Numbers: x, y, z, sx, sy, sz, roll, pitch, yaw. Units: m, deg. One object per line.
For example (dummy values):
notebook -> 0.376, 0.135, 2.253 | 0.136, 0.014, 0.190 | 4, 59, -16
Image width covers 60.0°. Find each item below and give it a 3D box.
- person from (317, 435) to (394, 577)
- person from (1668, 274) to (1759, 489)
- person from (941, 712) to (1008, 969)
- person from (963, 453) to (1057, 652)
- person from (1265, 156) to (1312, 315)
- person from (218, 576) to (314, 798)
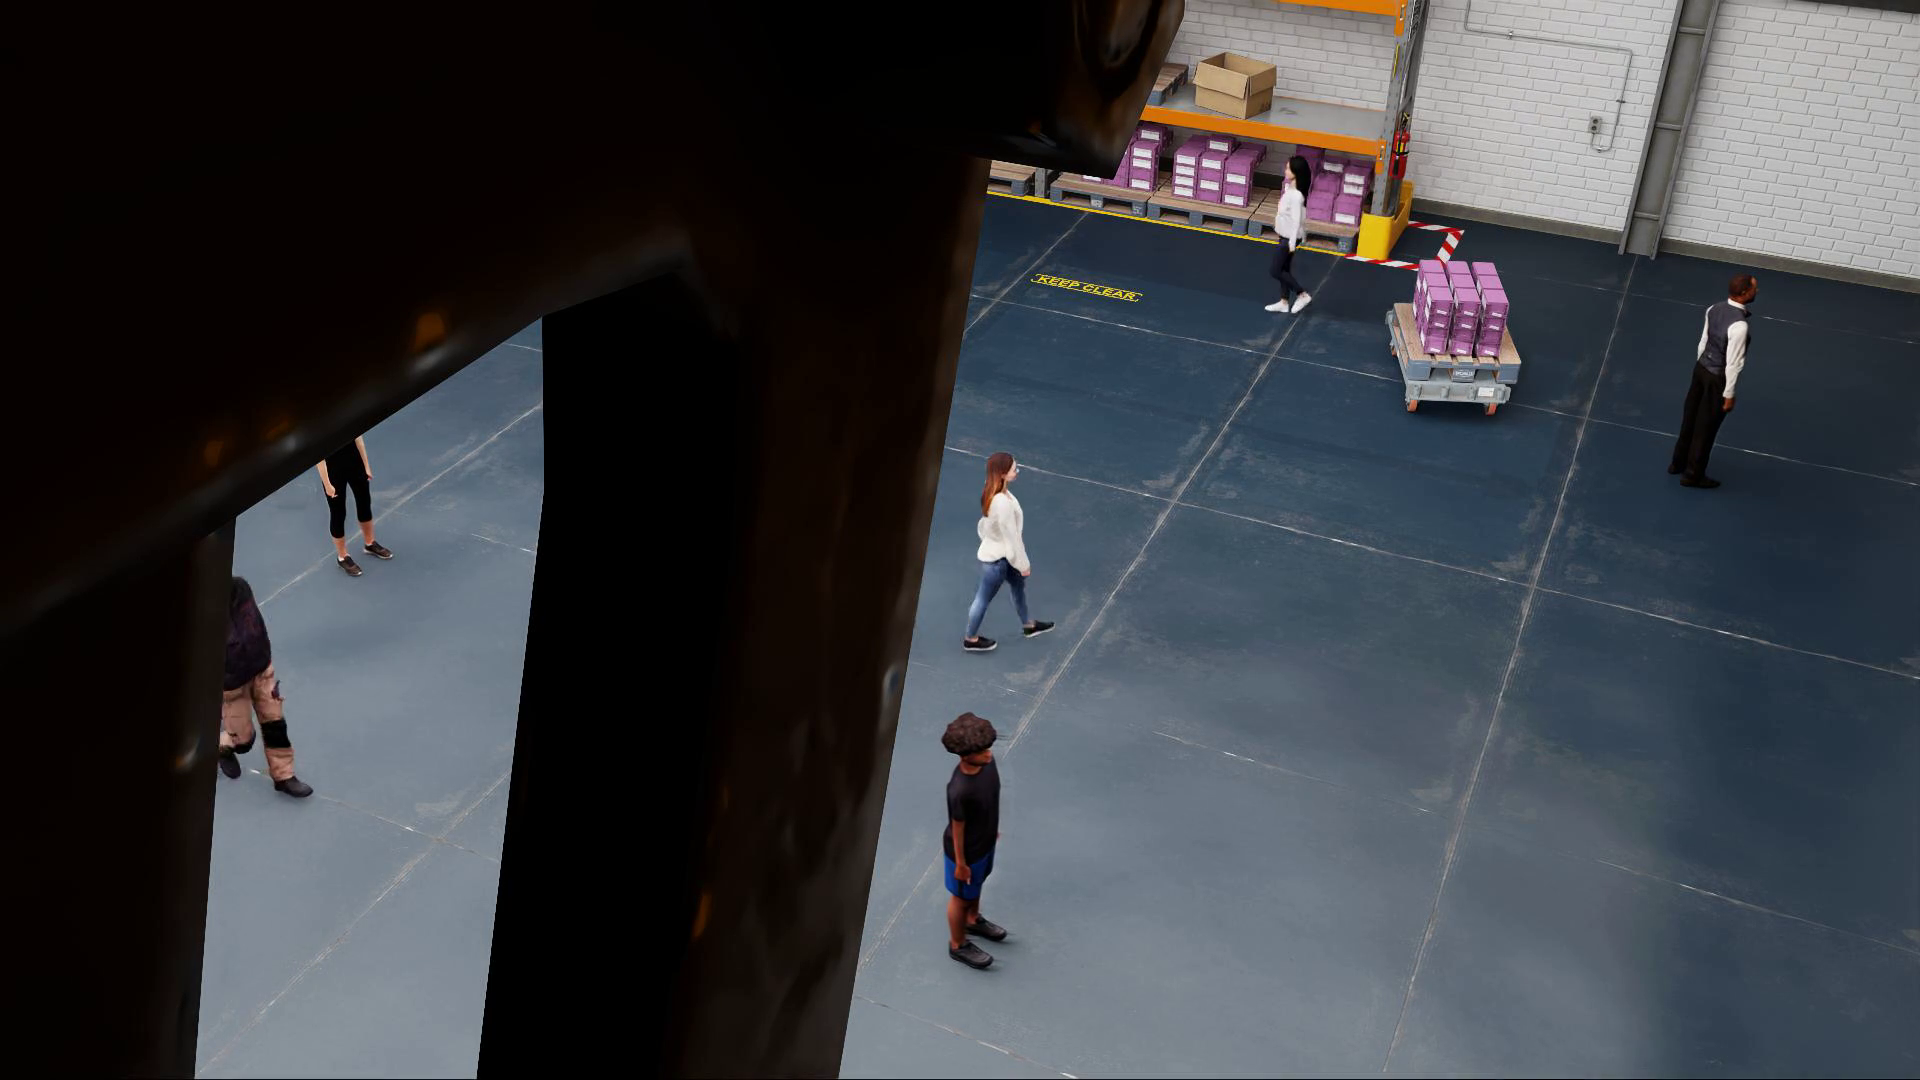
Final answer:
person -> -4.831, -0.538, 13.021 | 0.581, 1.722, 0.605 | 23, 40, 30
person -> 6.385, -1.357, 14.075 | 0.786, 1.919, 0.782 | -4, 34, -6
person -> 0.056, 1.710, 9.568 | 0.548, 1.799, 0.588 | 15, 36, 21
person -> 0.193, 0.132, 12.065 | 1.050, 1.663, 0.893 | -1, 34, -2
person -> 3.427, -3.069, 16.856 | 0.780, 1.692, 0.729 | 3, 34, 5
person -> -4.697, 0.857, 10.749 | 0.979, 1.913, 0.737 | 17, 37, 24
